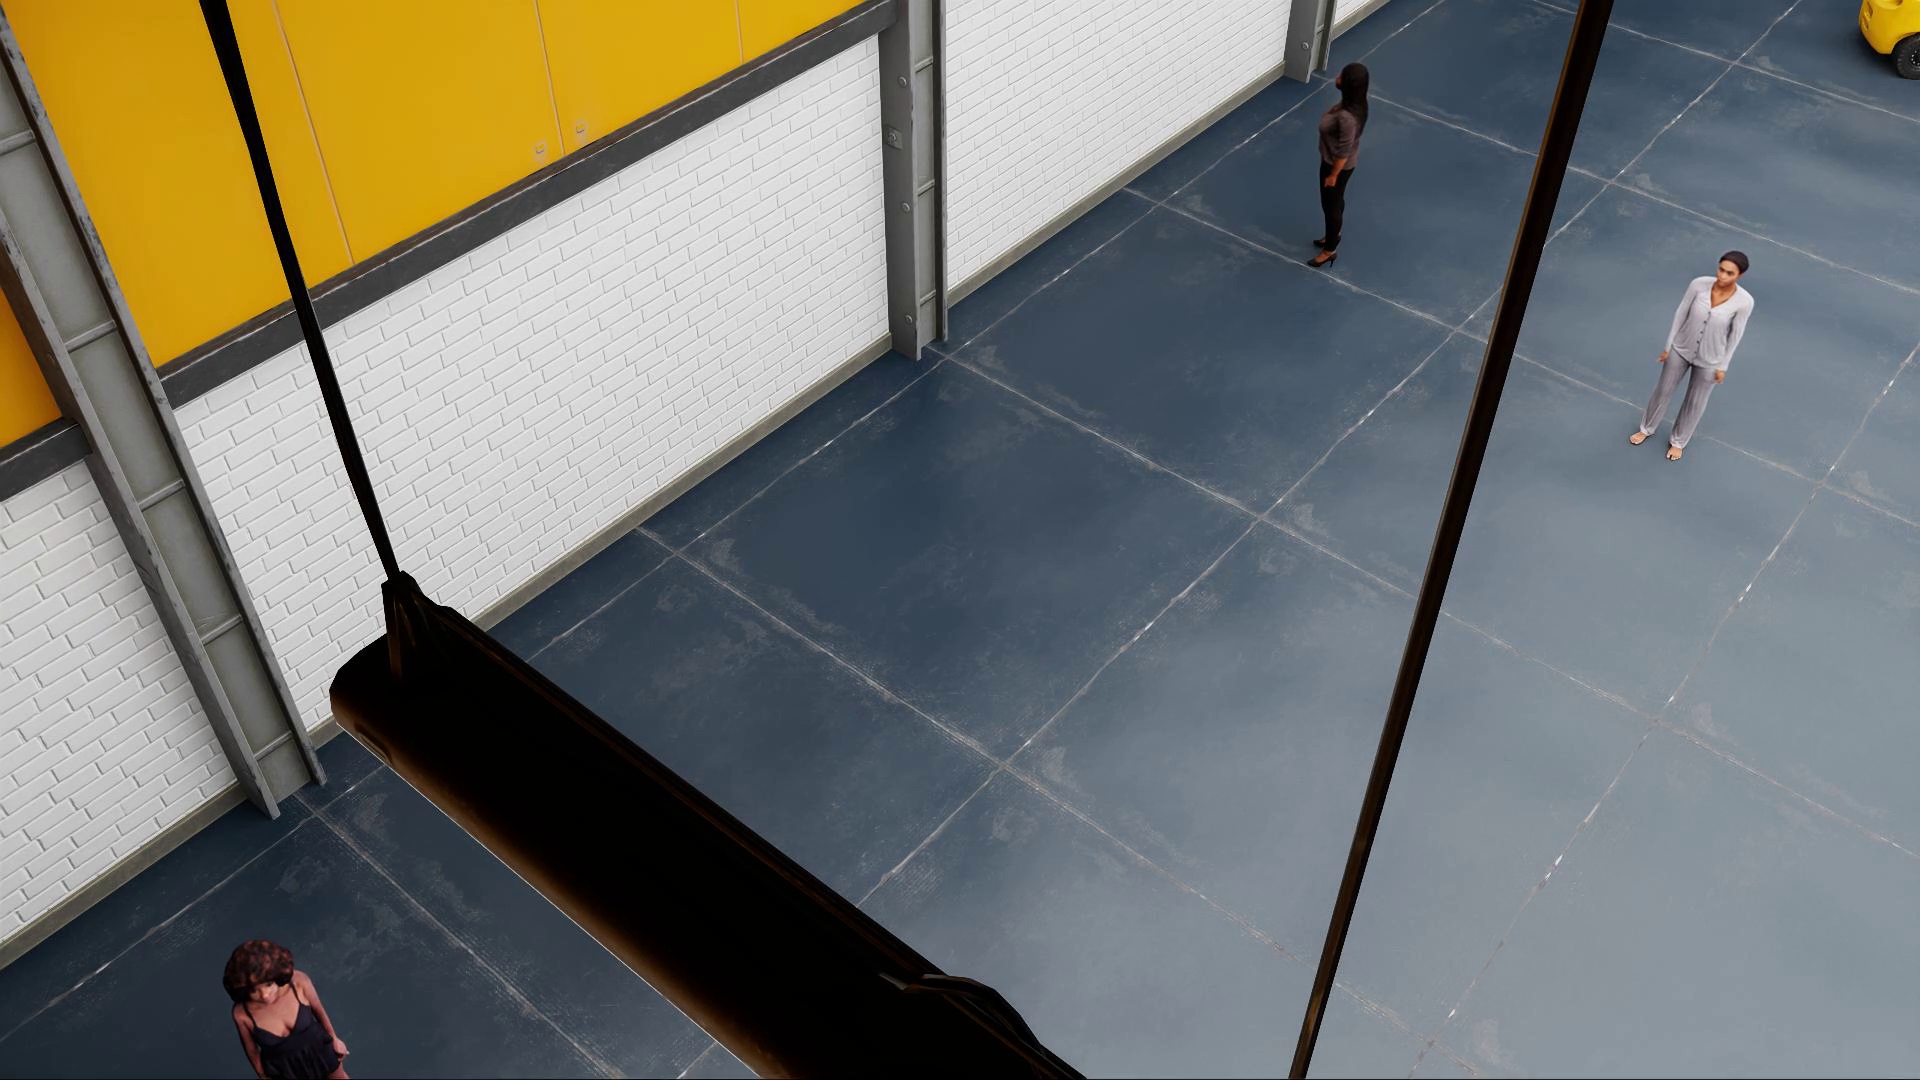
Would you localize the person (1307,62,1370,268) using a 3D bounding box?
[{"bbox_3d":[3.187,-3.146,13.943,0.787,1.841,0.658,14,45,14],"label":"person"}]

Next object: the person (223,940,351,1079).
[{"bbox_3d":[-3.202,2.501,8.053,0.529,1.789,0.662,-29,51,-27],"label":"person"}]

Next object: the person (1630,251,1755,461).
[{"bbox_3d":[5.404,-1.381,12.167,0.628,1.736,0.532,29,51,27],"label":"person"}]
